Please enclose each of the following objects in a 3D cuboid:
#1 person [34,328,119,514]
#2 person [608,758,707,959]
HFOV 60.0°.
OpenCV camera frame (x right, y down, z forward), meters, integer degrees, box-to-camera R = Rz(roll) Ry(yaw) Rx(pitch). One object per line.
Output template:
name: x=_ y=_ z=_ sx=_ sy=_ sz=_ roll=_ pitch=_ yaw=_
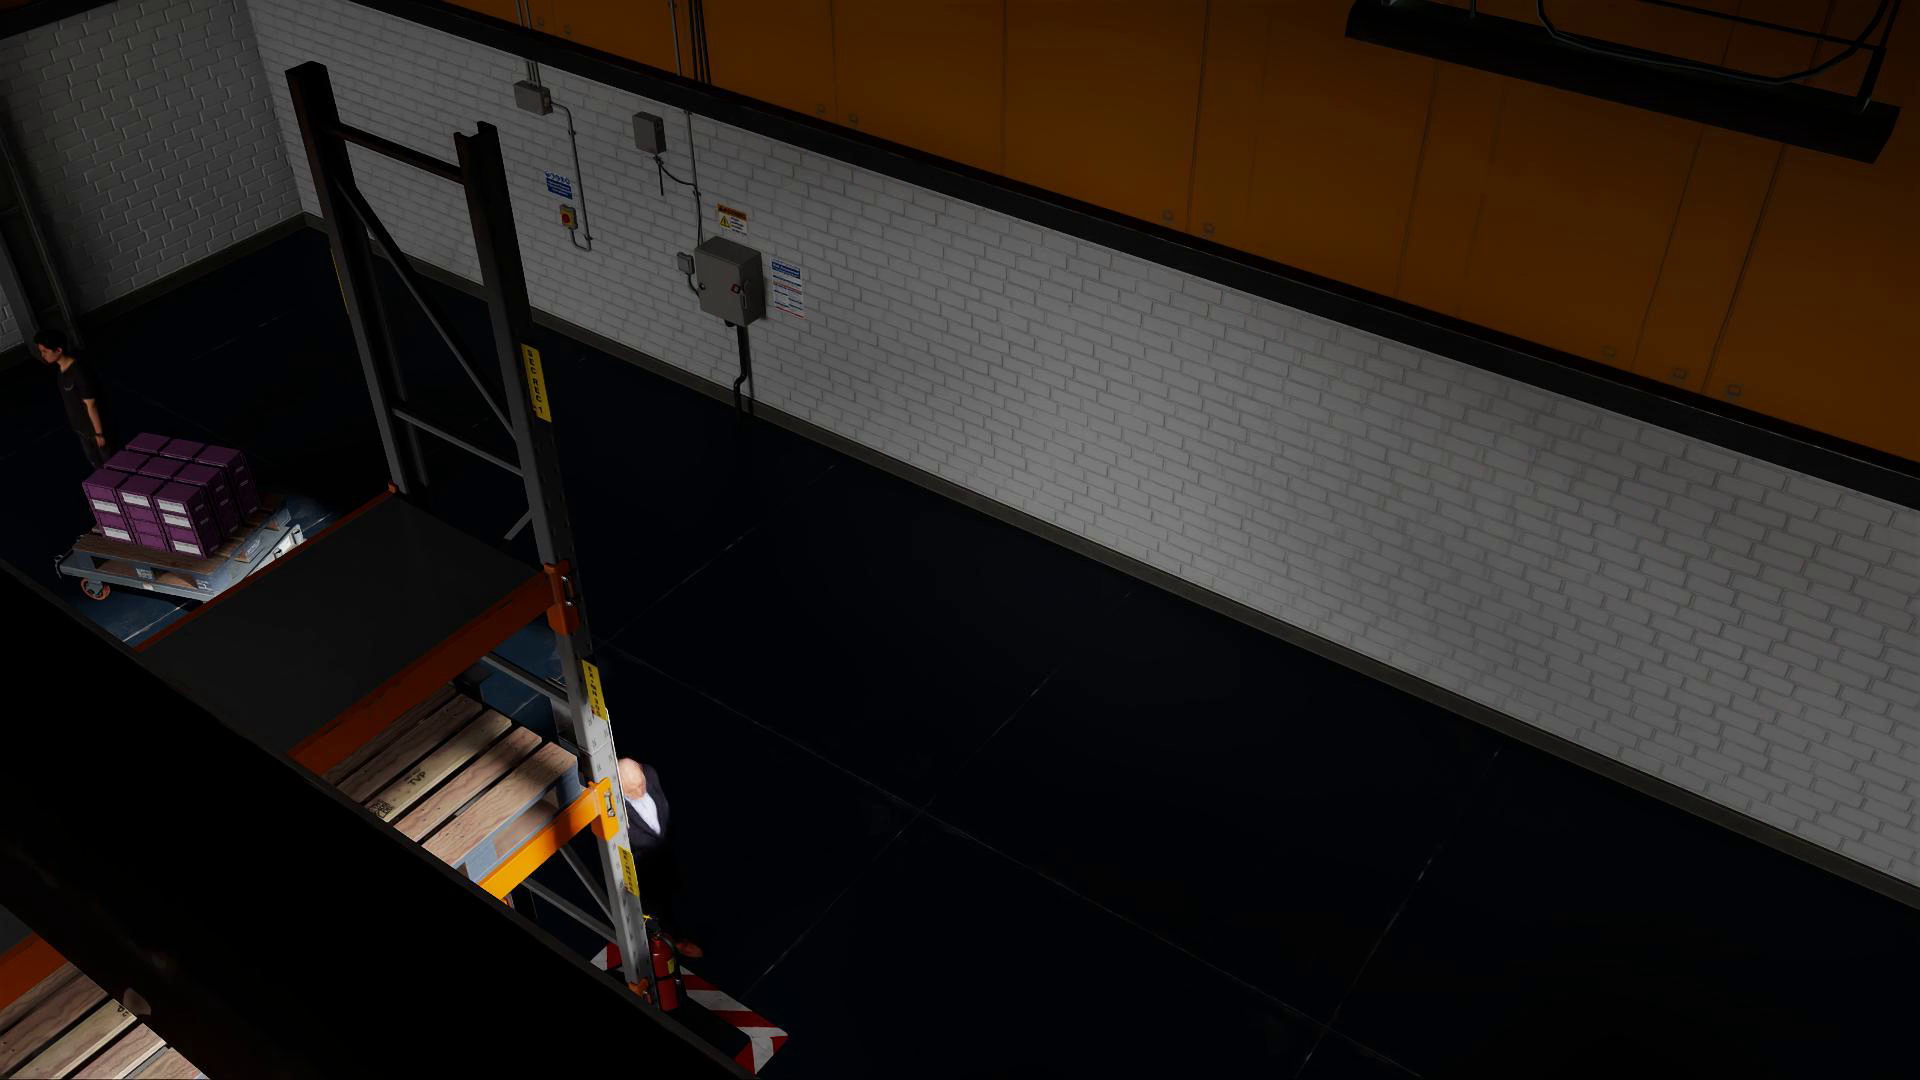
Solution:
person: x=-6.935 y=-0.996 z=13.442 sx=0.688 sy=1.695 sz=0.938 roll=29 pitch=47 yaw=31
person: x=-1.925 y=1.846 z=9.823 sx=0.883 sy=1.770 sz=0.909 roll=14 pitch=41 yaw=17
